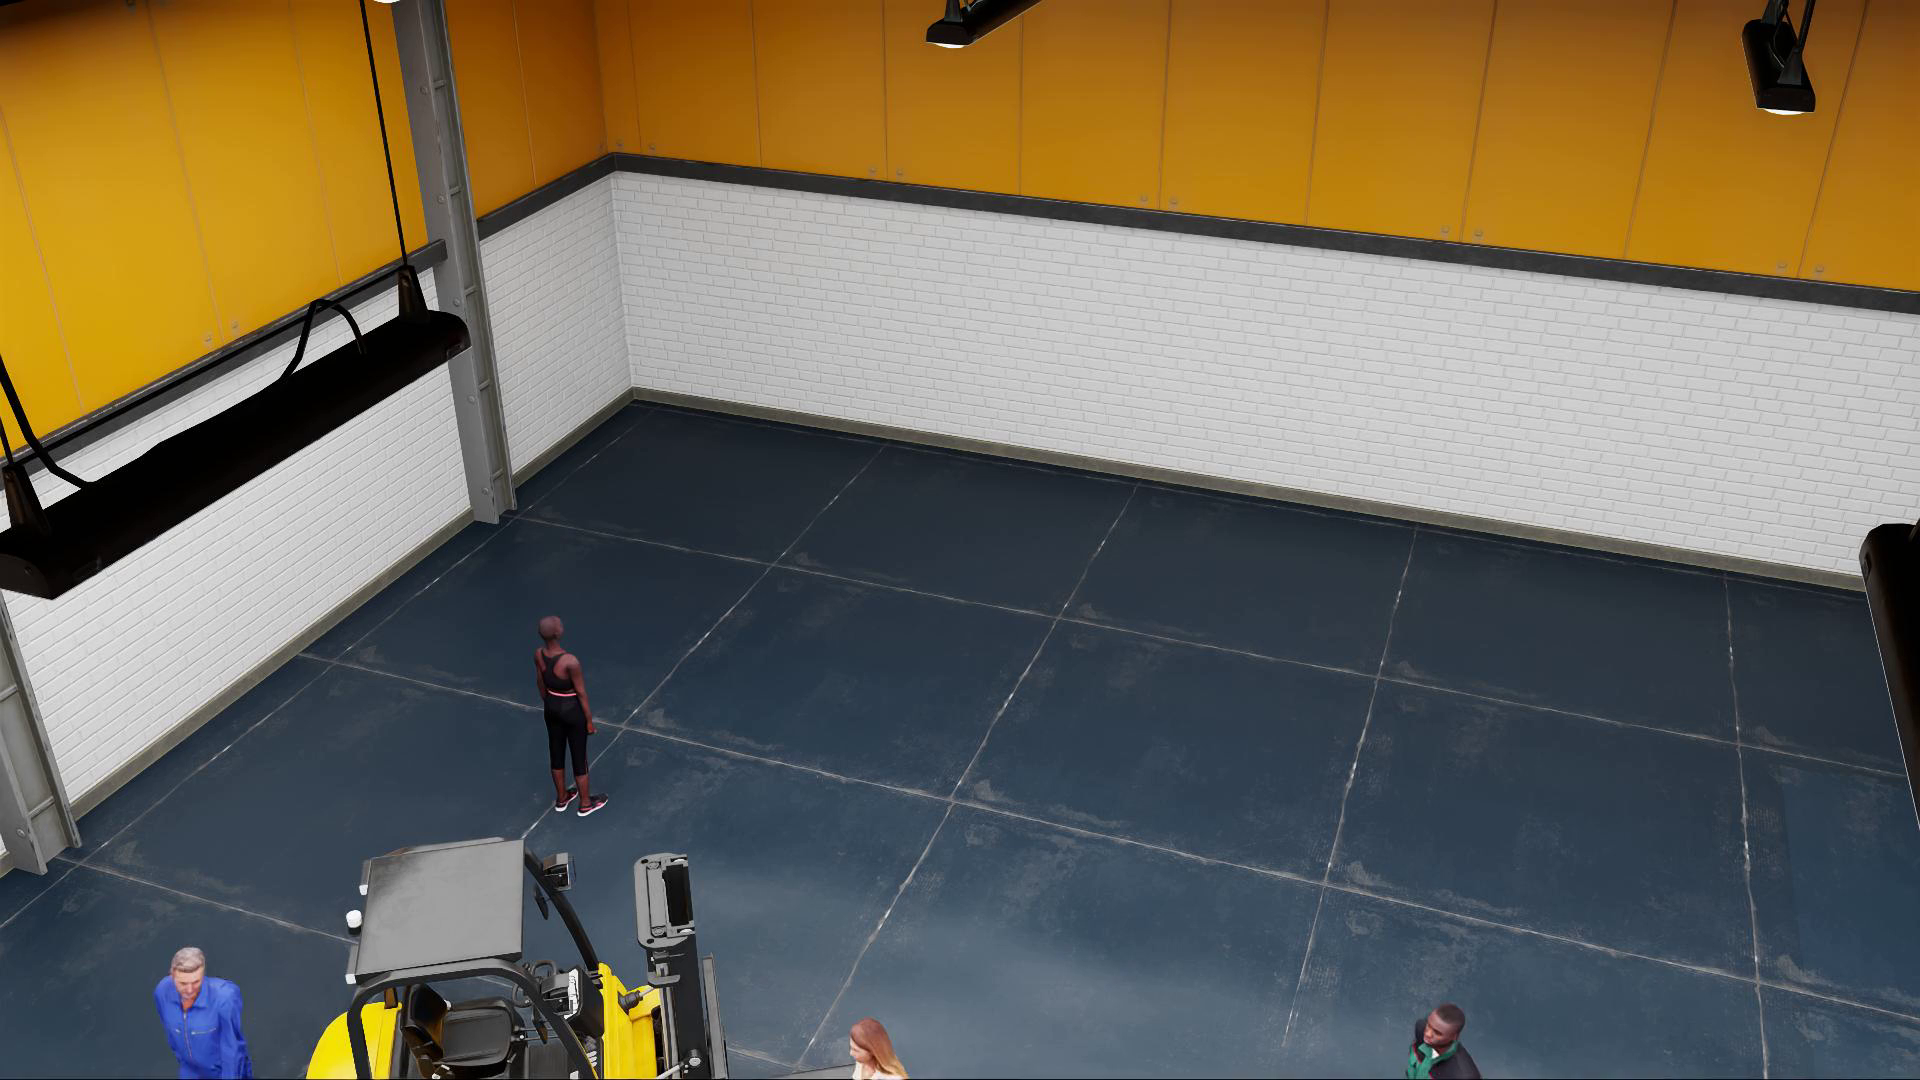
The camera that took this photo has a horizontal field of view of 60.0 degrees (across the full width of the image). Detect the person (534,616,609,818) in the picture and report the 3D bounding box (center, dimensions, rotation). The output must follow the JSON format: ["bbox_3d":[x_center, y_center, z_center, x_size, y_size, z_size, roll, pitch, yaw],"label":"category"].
[{"bbox_3d":[-3.068,1.354,12.872,0.586,1.760,0.530,11,31,20],"label":"person"}]

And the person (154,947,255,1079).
[{"bbox_3d":[-4.323,3.021,9.783,0.847,1.791,1.055,5,29,9],"label":"person"}]

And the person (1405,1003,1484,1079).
[{"bbox_3d":[2.715,3.257,9.323,0.912,1.818,0.847,-11,31,-20],"label":"person"}]

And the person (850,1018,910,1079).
[{"bbox_3d":[-0.343,3.318,9.388,1.210,1.648,1.064,-22,35,-34],"label":"person"}]
